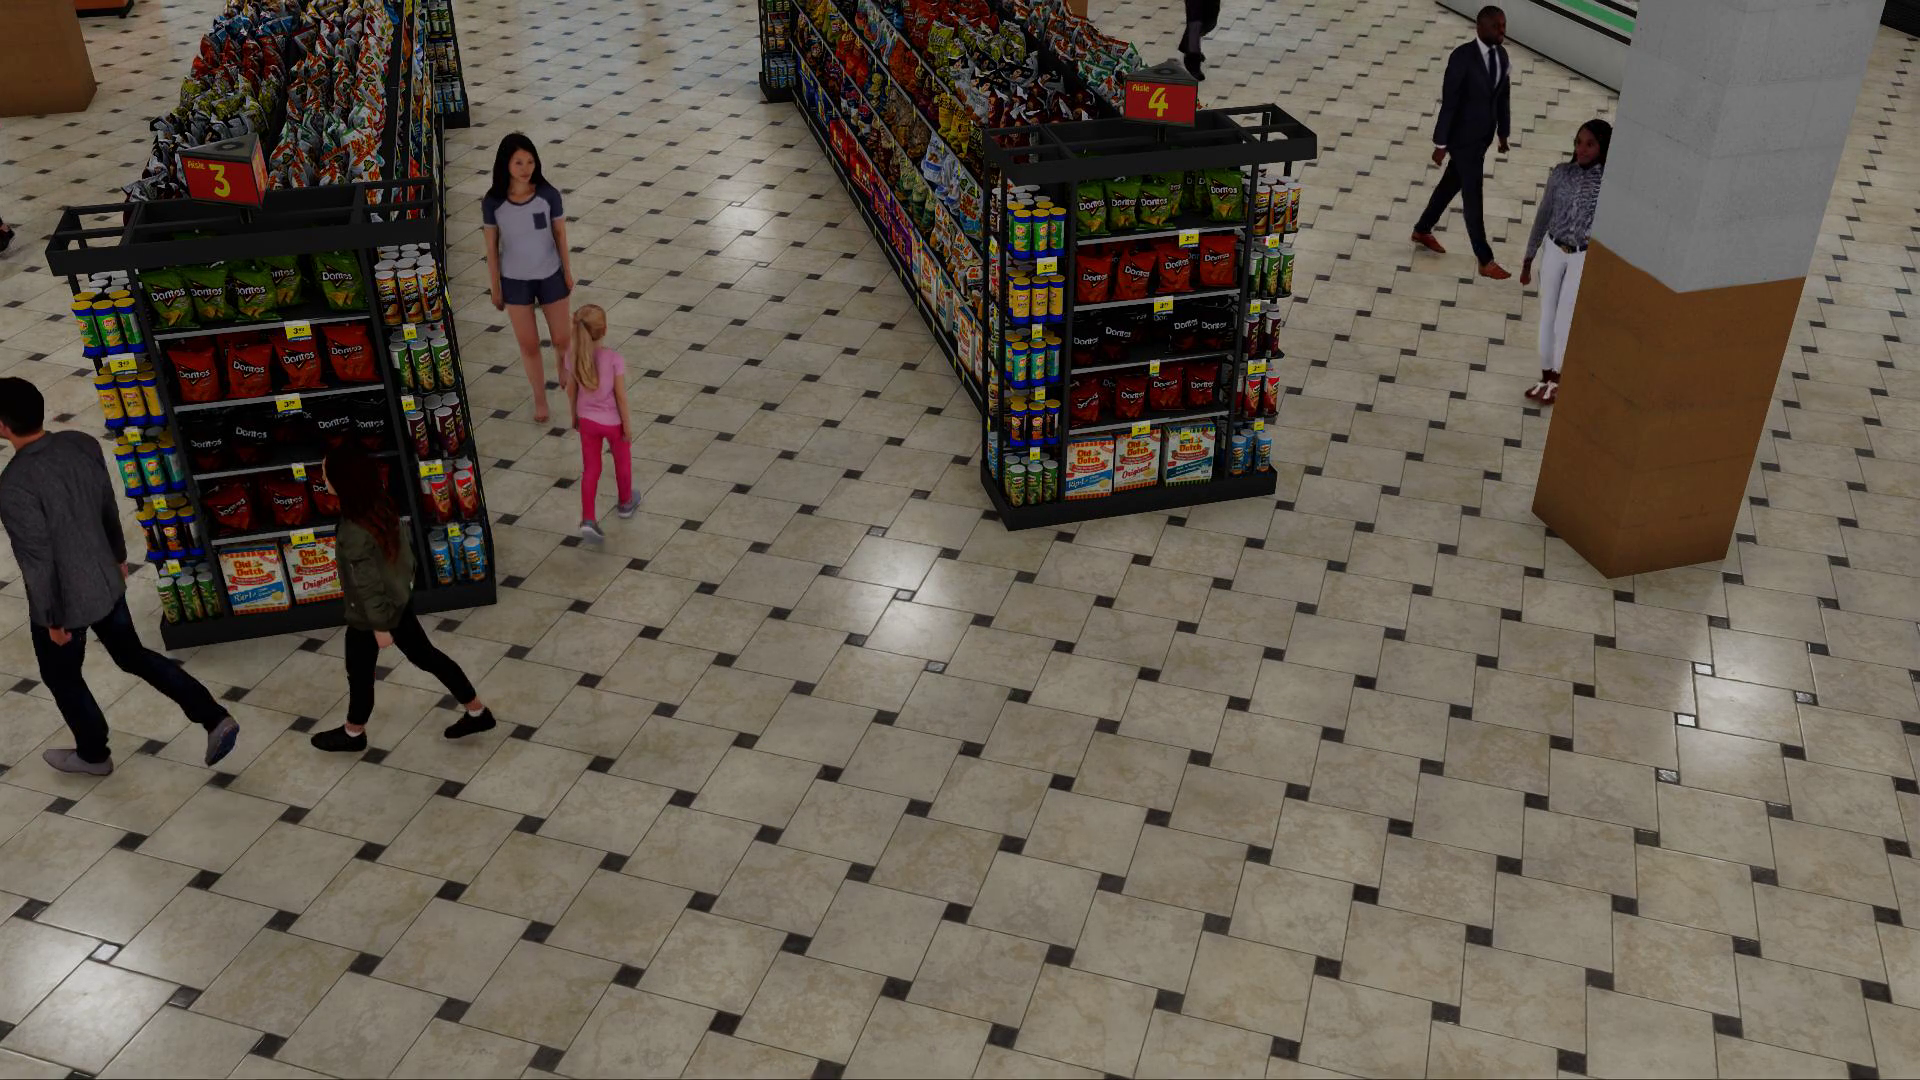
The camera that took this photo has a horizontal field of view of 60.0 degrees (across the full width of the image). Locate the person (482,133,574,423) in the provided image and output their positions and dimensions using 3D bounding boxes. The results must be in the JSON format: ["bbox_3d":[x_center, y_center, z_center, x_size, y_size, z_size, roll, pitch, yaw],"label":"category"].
[{"bbox_3d":[-2.446,-1.533,9.546,0.617,1.693,0.675,-7,33,-11],"label":"person"}]

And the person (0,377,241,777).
[{"bbox_3d":[-3.419,0.217,6.589,1.092,1.847,1.176,7,32,10],"label":"person"}]

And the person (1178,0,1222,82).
[{"bbox_3d":[2.196,-5.159,15.264,0.924,1.809,1.065,-19,37,-28],"label":"person"}]

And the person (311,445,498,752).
[{"bbox_3d":[-2.310,0.279,6.875,0.818,1.439,1.009,-1,32,-2],"label":"person"}]

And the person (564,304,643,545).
[{"bbox_3d":[-1.839,-0.576,8.424,0.710,1.254,0.936,4,32,6],"label":"person"}]

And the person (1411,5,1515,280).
[{"bbox_3d":[3.434,-2.747,11.422,0.991,1.773,1.286,-21,37,-30],"label":"person"}]

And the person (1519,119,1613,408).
[{"bbox_3d":[3.571,-1.607,9.647,0.716,1.712,0.799,27,41,36],"label":"person"}]
